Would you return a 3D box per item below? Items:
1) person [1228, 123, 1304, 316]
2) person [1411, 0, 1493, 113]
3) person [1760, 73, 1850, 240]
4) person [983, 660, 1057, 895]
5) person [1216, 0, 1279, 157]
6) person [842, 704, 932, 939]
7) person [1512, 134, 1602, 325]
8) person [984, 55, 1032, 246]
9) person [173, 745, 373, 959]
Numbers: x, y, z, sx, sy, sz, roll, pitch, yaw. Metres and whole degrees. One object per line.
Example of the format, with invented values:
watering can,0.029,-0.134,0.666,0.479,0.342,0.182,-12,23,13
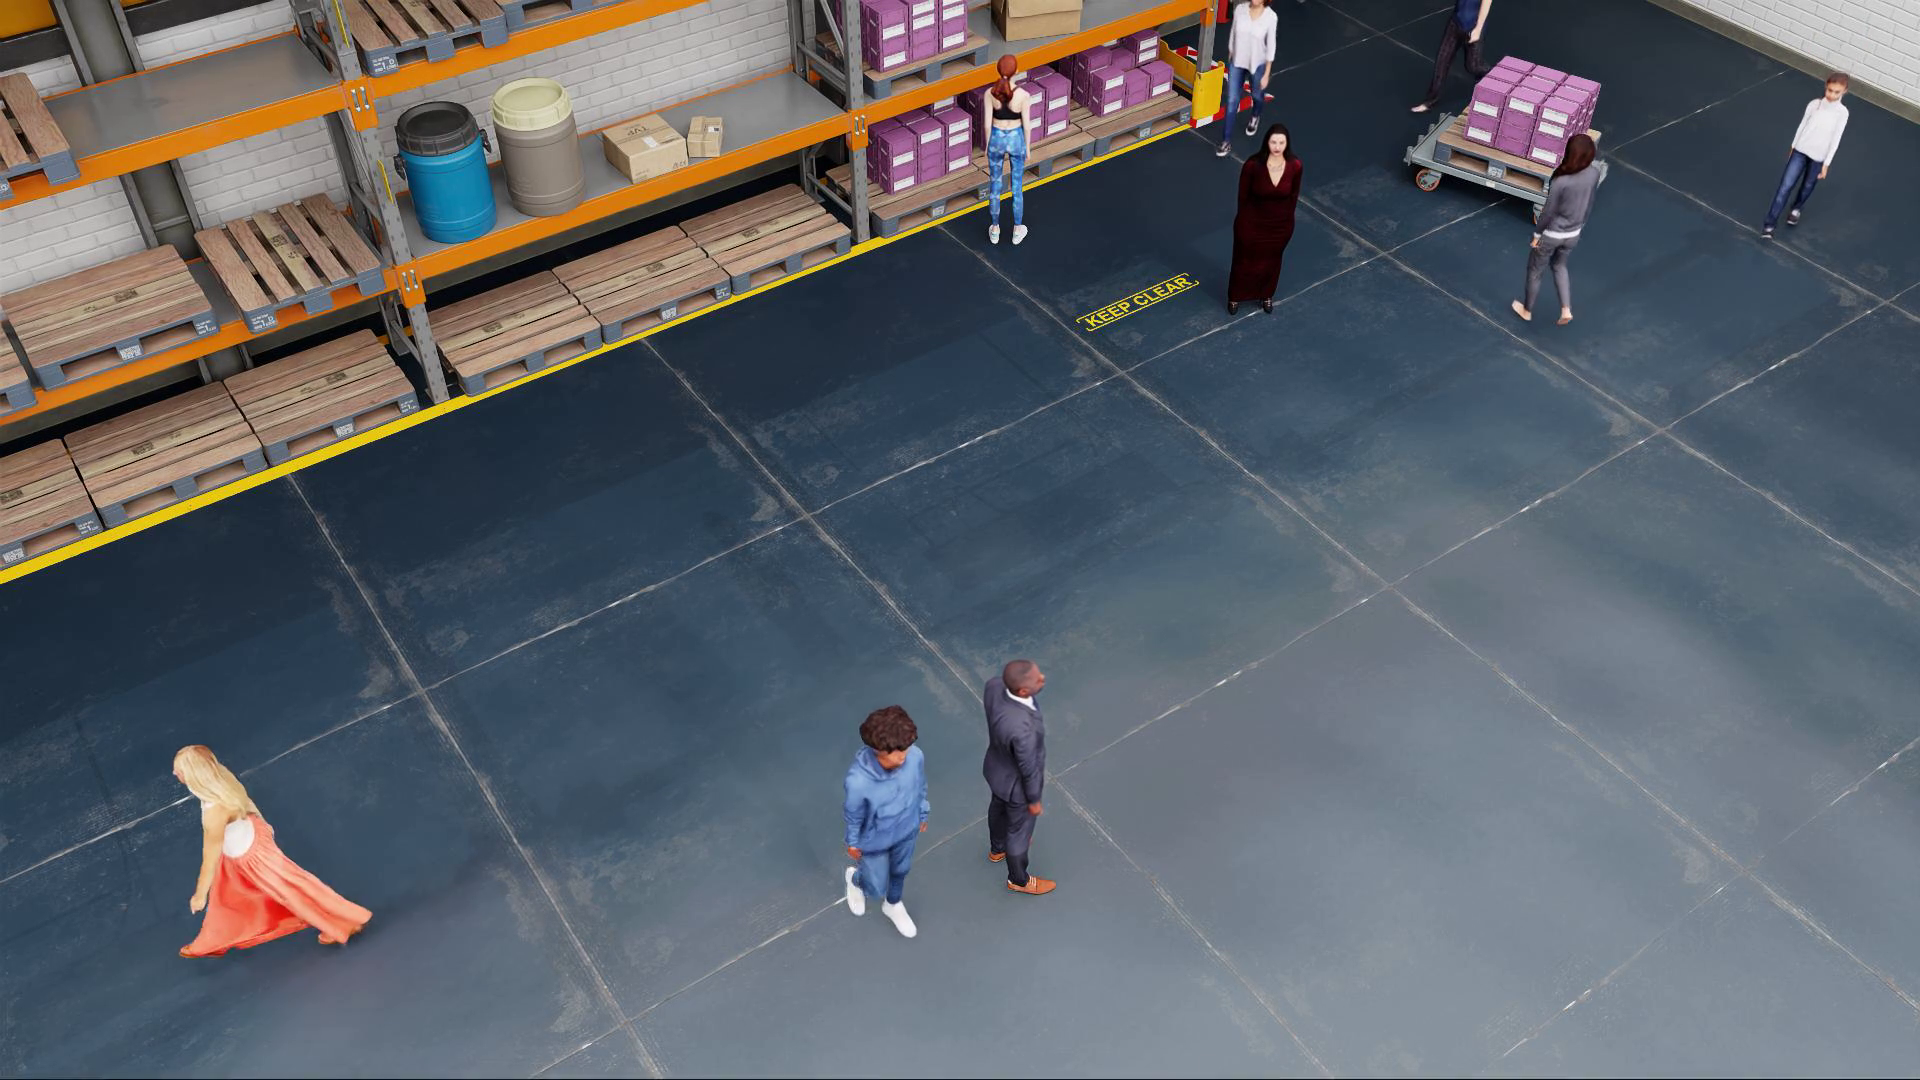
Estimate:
person,2.491,-2.624,13.621,0.730,1.757,0.827,-2,44,-2
person,4.977,-4.995,16.054,1.168,1.834,0.726,-22,48,-22
person,7.513,-3.406,14.621,0.810,1.510,1.137,23,48,23
person,0.314,1.323,9.430,0.712,1.824,0.758,-13,45,-13
person,2.769,-4.528,15.677,0.996,1.678,1.219,19,47,19
person,-0.466,1.528,9.236,0.646,1.794,0.736,-25,49,-24
person,4.891,-2.456,13.442,0.856,1.761,0.818,-13,45,-13
person,0.404,-3.373,14.388,0.687,1.785,0.751,4,44,5
person,-3.740,1.725,9.067,1.335,1.742,0.849,-16,46,-16
